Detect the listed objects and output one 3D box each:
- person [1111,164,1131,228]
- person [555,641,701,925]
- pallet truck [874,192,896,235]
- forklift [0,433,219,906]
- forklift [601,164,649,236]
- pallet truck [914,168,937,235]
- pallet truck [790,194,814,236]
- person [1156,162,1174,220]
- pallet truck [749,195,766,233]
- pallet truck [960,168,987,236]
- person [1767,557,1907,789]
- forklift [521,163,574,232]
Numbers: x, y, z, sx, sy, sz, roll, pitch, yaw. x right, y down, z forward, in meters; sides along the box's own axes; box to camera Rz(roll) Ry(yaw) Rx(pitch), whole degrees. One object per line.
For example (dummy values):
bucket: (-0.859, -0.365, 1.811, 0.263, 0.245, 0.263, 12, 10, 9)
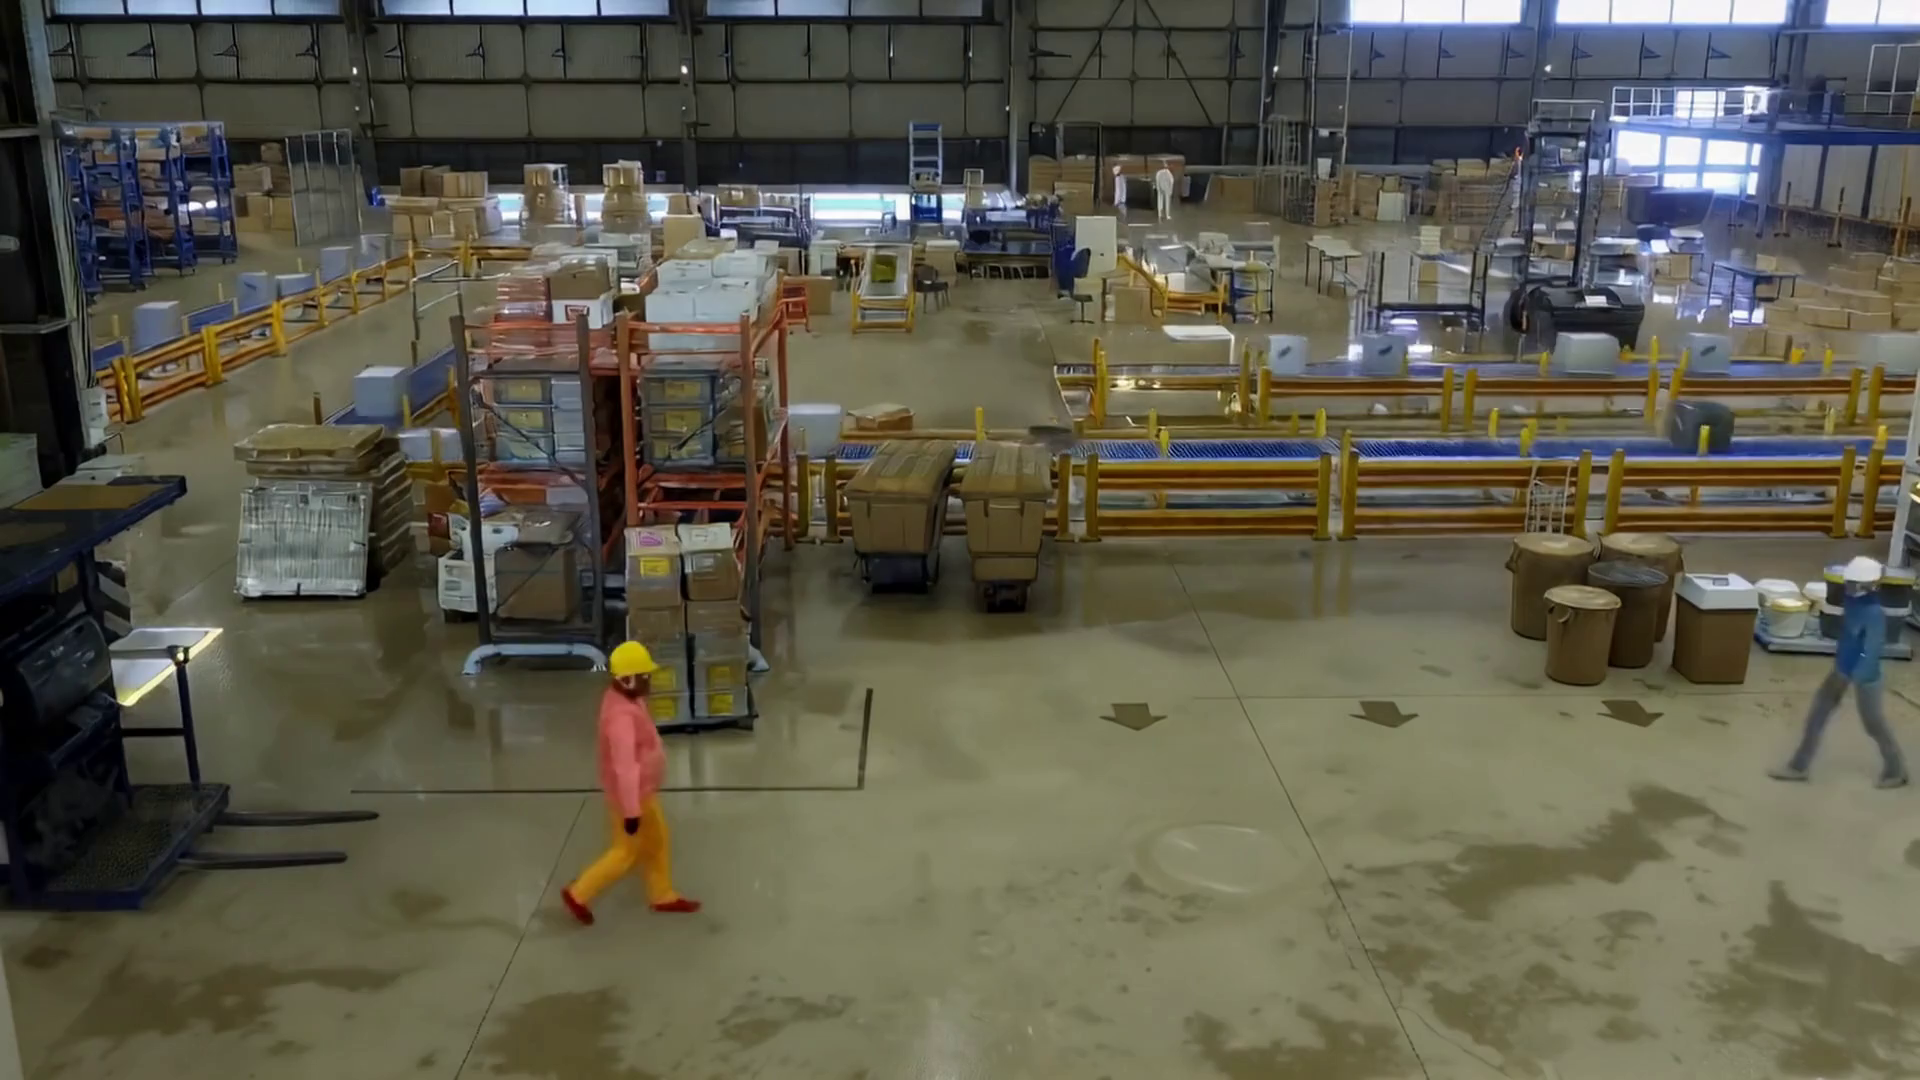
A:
person: (4.945, -10.699, 51.844, 0.983, 1.982, 0.633, -7, 18, -24)
person: (-2.014, 1.466, 9.909, 0.782, 1.808, 0.596, -2, 16, -8)
pallet truck: (-2.277, -9.986, 50.594, 0.653, 1.274, 1.630, 0, 16, -1)
forklift: (-5.952, 0.780, 10.366, 1.873, 2.768, 1.129, 0, 16, -1)
forklift: (-9.948, -10.127, 49.296, 1.157, 1.987, 2.680, -1, 16, -3)
pallet truck: (-0.989, -10.316, 50.507, 0.823, 1.965, 1.885, 1, 16, 3)
pallet truck: (-4.814, -9.883, 50.259, 0.704, 1.261, 1.522, -1, 16, -3)
person: (6.767, -11.493, 54.795, 0.403, 1.898, 0.694, -15, 22, -41)
pallet truck: (-6.051, -9.967, 50.660, 0.680, 1.201, 1.601, 0, 16, -1)
pallet truck: (0.383, -10.230, 50.206, 0.823, 1.965, 1.885, -1, 16, -3)
person: (6.392, 0.953, 11.834, 0.915, 1.722, 0.527, -1, 16, -3)
forklift: (-12.233, -10.122, 49.298, 1.157, 1.987, 2.680, 0, 16, -1)
